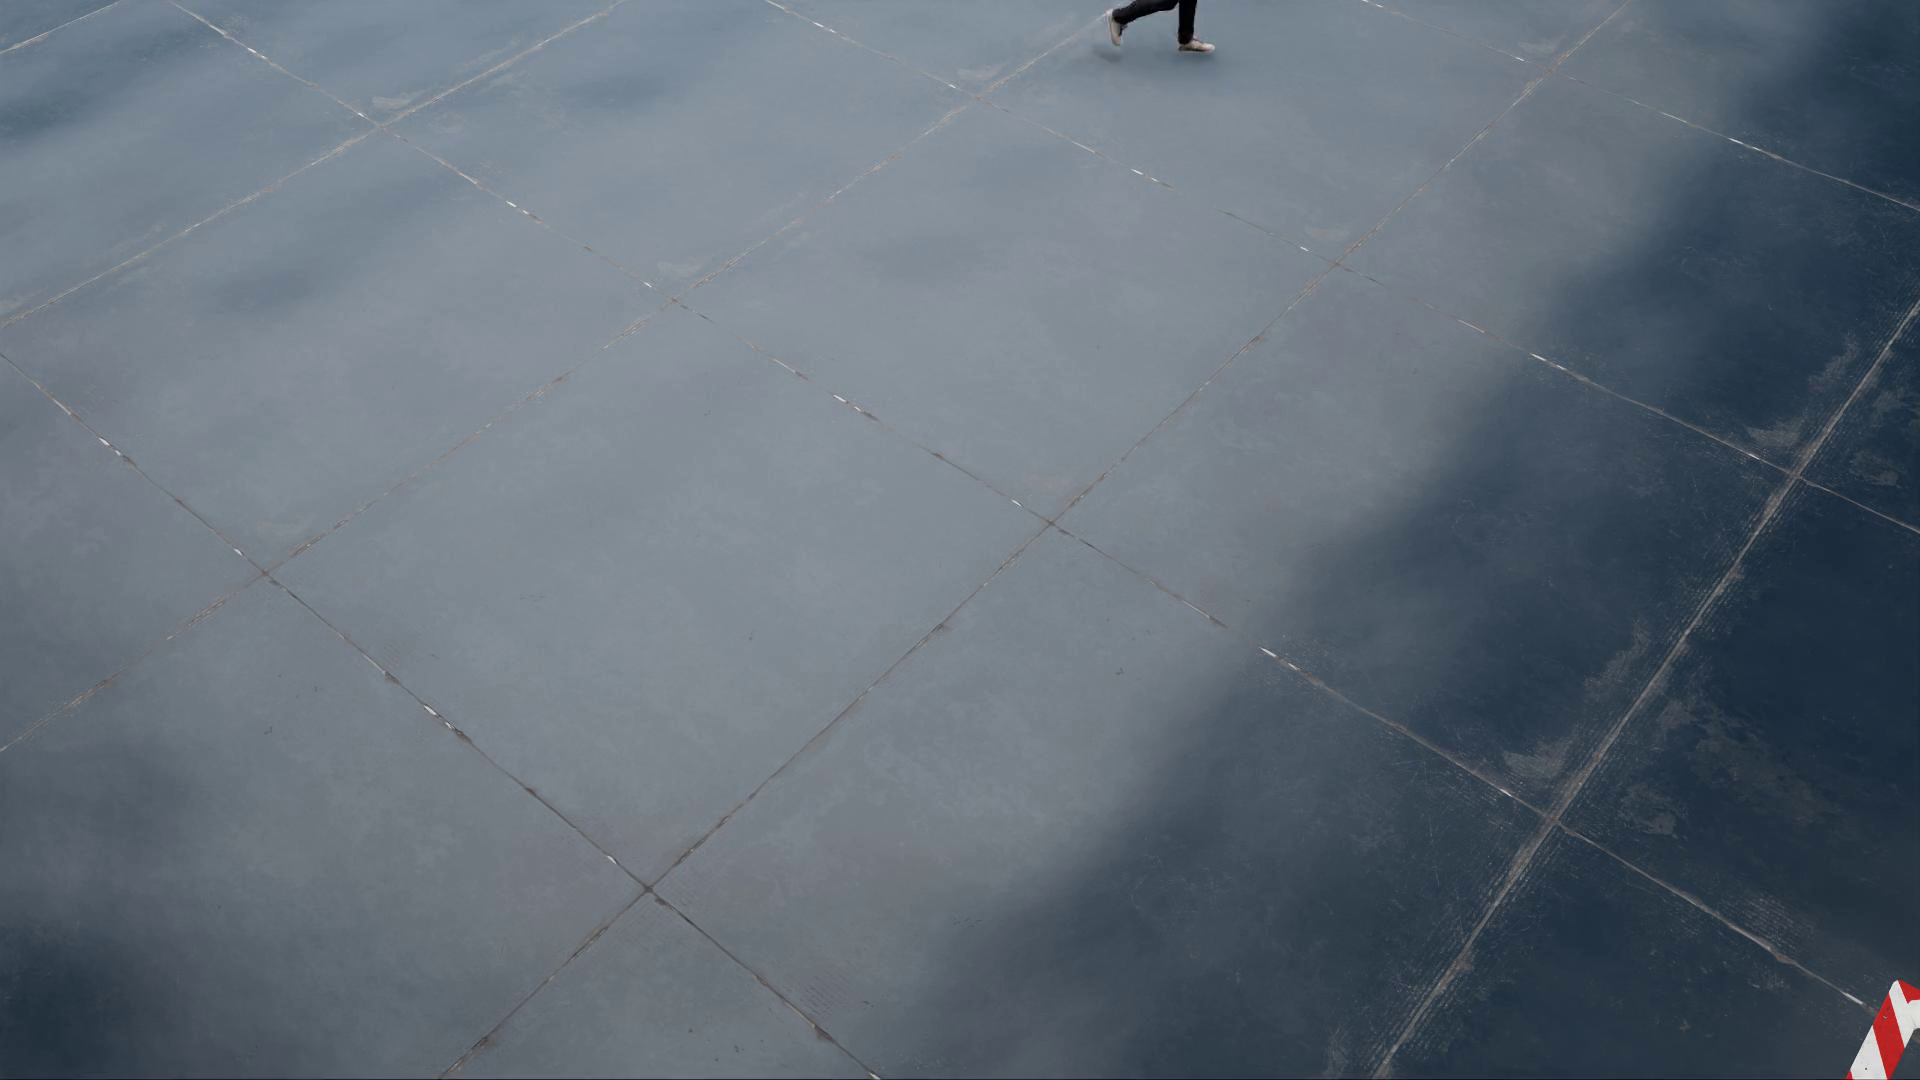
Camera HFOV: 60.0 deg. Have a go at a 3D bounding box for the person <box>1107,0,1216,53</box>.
[{"bbox_3d":[1.471,-4.221,11.786,1.129,1.735,0.908,10,48,9],"label":"person"}]
